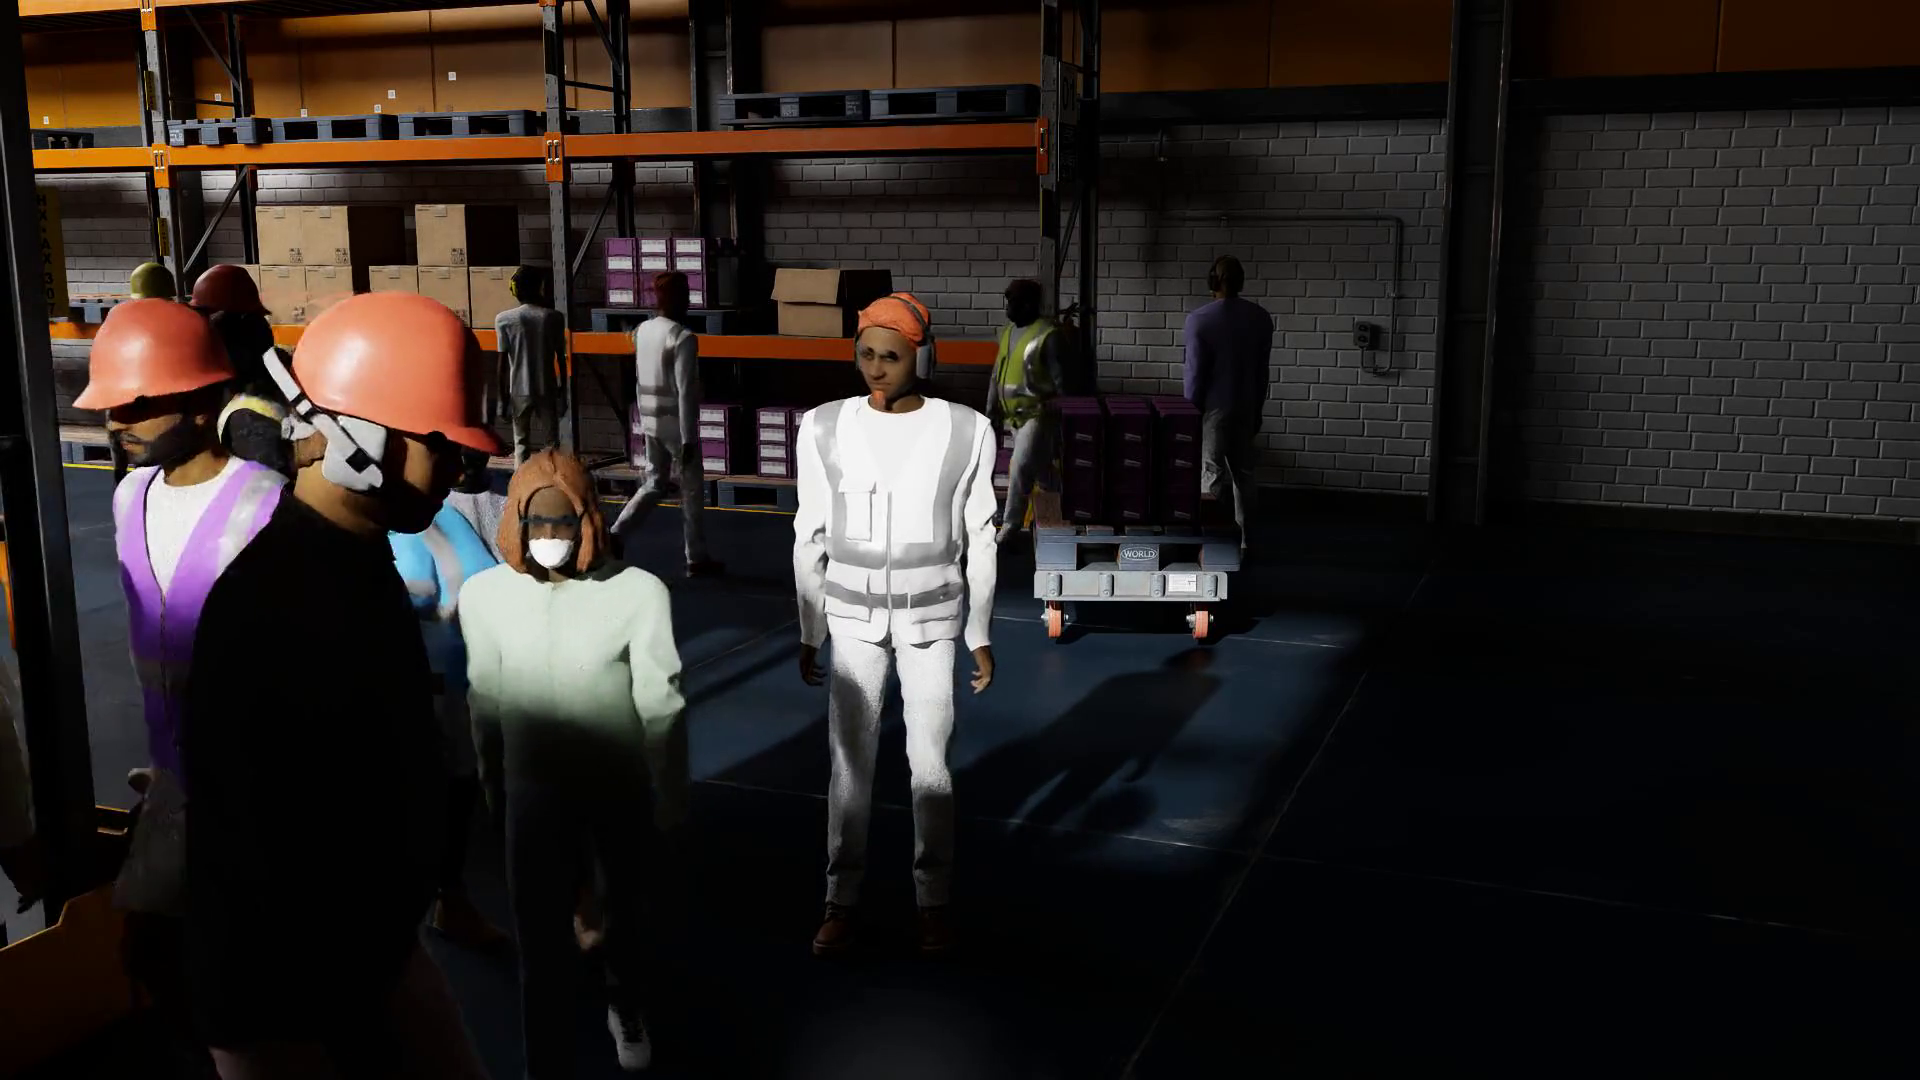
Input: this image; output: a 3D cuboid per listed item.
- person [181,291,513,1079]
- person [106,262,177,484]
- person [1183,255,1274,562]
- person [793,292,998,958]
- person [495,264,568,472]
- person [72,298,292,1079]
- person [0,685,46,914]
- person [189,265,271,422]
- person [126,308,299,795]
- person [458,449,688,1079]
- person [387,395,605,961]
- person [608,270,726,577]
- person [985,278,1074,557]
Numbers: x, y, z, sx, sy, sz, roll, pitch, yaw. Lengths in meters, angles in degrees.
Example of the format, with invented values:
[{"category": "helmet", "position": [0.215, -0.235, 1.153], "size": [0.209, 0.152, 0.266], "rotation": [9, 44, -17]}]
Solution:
[{"category": "person", "position": [-0.869, 0.628, 2.405], "size": [0.520, 1.950, 0.640], "rotation": [-1, 10, -7]}, {"category": "person", "position": [-4.095, -0.467, 8.619], "size": [0.581, 1.919, 0.394], "rotation": [-4, 11, -21]}, {"category": "person", "position": [1.651, -0.804, 10.423], "size": [0.631, 1.940, 0.372], "rotation": [-5, 11, -26]}, {"category": "person", "position": [-0.182, 0.251, 4.697], "size": [0.576, 1.886, 0.361], "rotation": [1, 10, 4]}, {"category": "person", "position": [-3.051, -1.020, 11.839], "size": [0.509, 1.863, 0.331], "rotation": [-5, 11, -24]}, {"category": "person", "position": [-1.515, 0.468, 3.417], "size": [0.553, 1.911, 0.484], "rotation": [4, 11, 21]}, {"category": "person", "position": [-2.061, 0.552, 2.944], "size": [0.676, 1.908, 0.743], "rotation": [1, 10, 8]}, {"category": "person", "position": [-2.968, -0.153, 6.832], "size": [0.380, 1.930, 0.543], "rotation": [-1, 10, -6]}, {"category": "person", "position": [-2.528, 0.046, 6.117], "size": [0.997, 1.789, 0.641], "rotation": [-2, 10, -9]}, {"category": "person", "position": [-0.855, 0.572, 3.753], "size": [0.514, 1.578, 0.890], "rotation": [0, 10, -2]}, {"category": "person", "position": [-1.275, 0.381, 4.595], "size": [0.680, 1.654, 0.596], "rotation": [9, 14, 41]}, {"category": "person", "position": [-1.771, -0.658, 9.837], "size": [0.582, 1.863, 0.815], "rotation": [9, 13, 41]}, {"category": "person", "position": [0.509, -0.817, 10.899], "size": [0.952, 1.796, 0.641], "rotation": [-6, 12, -30]}]
